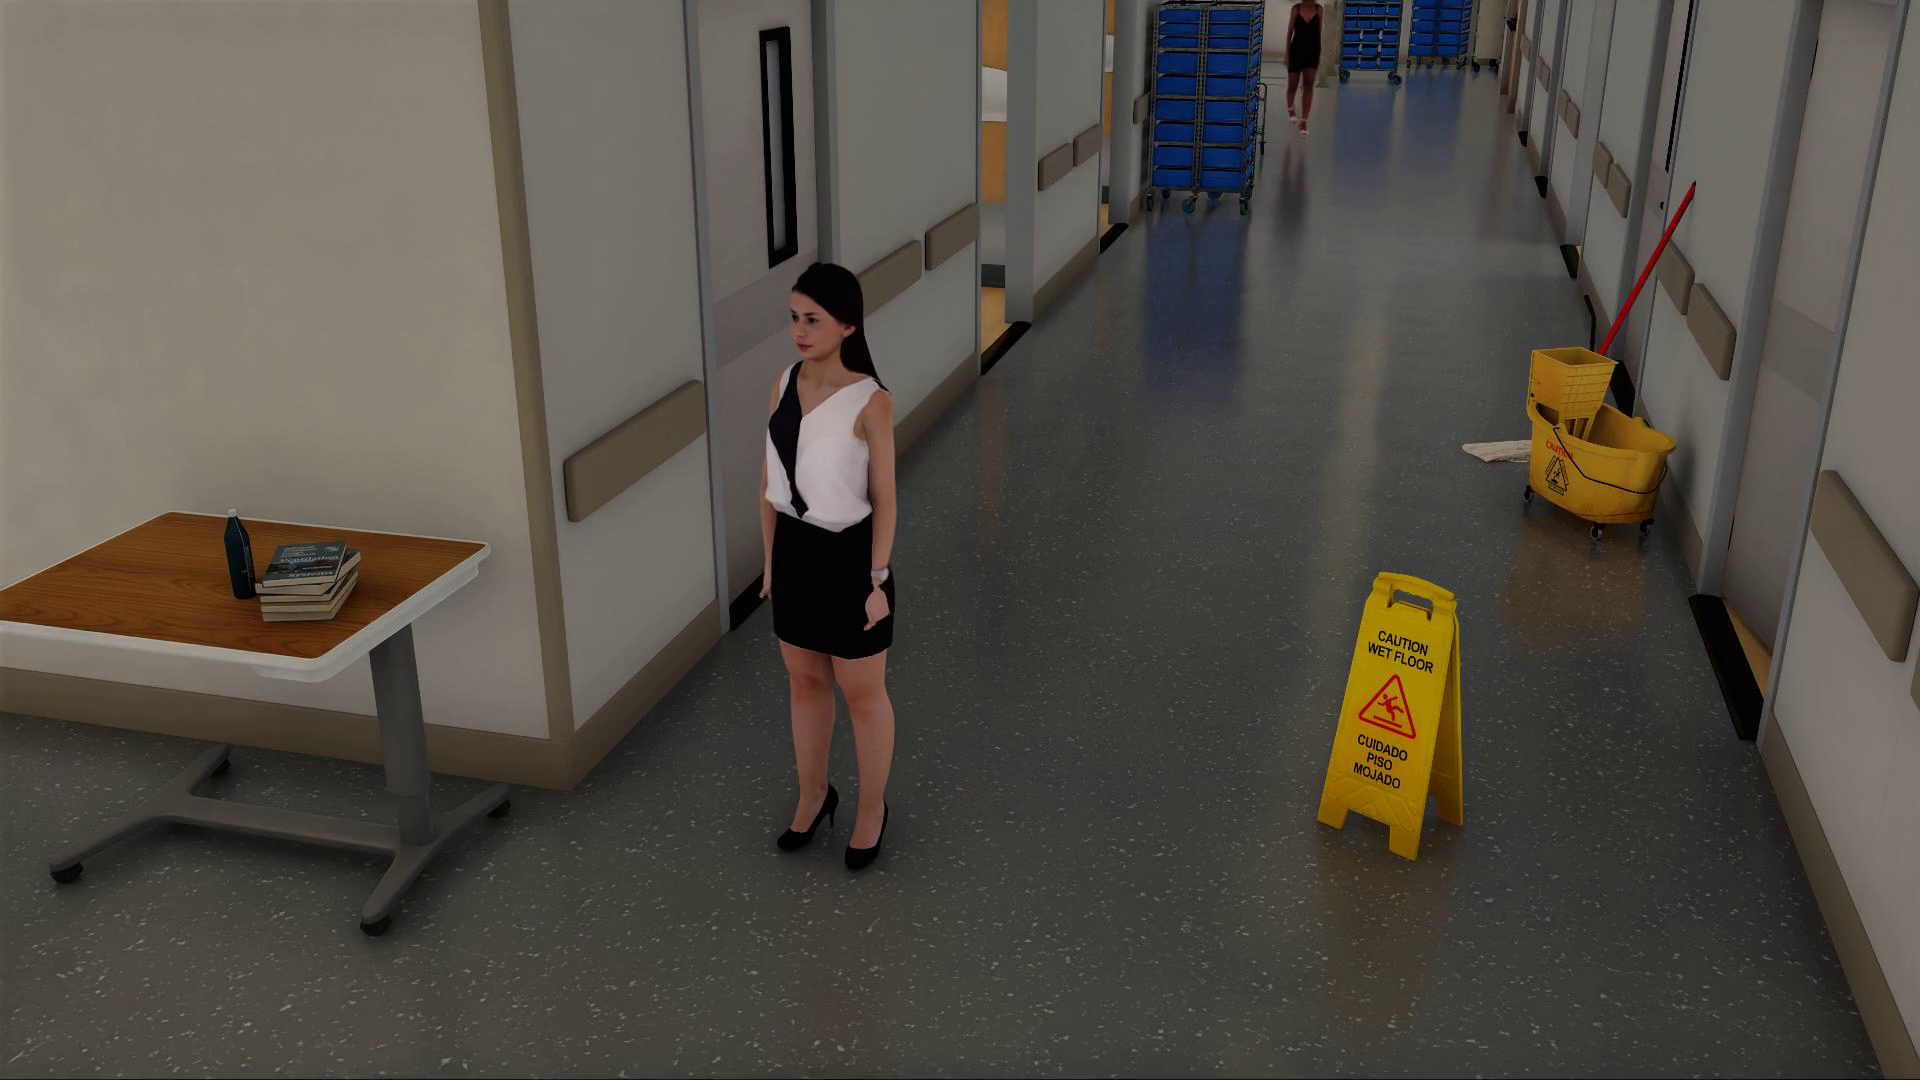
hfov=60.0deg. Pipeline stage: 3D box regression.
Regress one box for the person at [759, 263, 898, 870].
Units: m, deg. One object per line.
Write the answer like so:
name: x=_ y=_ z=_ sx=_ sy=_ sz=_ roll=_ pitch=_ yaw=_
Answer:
person: x=-0.336 y=0.090 z=4.390 sx=0.600 sy=1.649 sz=0.583 roll=11 pitch=24 yaw=28

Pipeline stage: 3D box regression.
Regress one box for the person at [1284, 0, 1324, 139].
person: x=3.922 y=-5.522 z=19.051 sx=0.698 sy=1.760 sz=1.114 roll=2 pitch=21 yaw=5
